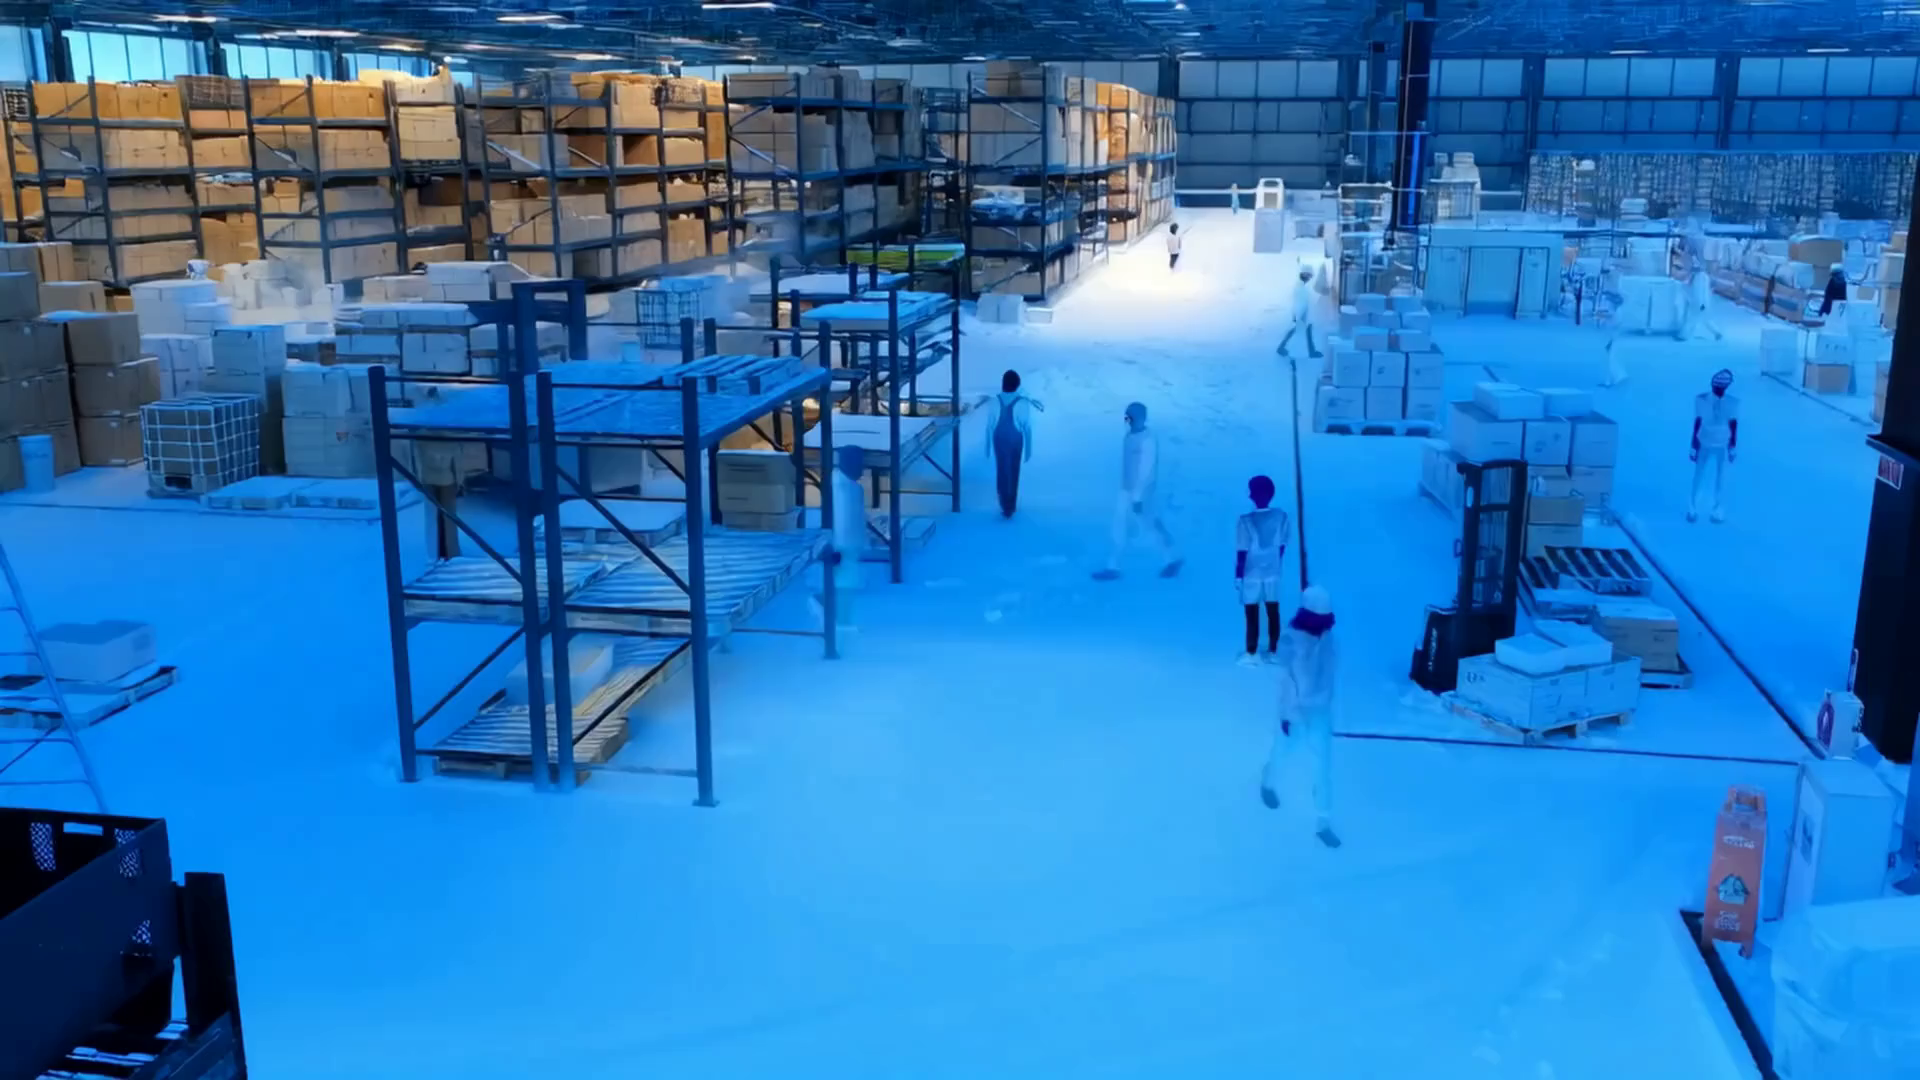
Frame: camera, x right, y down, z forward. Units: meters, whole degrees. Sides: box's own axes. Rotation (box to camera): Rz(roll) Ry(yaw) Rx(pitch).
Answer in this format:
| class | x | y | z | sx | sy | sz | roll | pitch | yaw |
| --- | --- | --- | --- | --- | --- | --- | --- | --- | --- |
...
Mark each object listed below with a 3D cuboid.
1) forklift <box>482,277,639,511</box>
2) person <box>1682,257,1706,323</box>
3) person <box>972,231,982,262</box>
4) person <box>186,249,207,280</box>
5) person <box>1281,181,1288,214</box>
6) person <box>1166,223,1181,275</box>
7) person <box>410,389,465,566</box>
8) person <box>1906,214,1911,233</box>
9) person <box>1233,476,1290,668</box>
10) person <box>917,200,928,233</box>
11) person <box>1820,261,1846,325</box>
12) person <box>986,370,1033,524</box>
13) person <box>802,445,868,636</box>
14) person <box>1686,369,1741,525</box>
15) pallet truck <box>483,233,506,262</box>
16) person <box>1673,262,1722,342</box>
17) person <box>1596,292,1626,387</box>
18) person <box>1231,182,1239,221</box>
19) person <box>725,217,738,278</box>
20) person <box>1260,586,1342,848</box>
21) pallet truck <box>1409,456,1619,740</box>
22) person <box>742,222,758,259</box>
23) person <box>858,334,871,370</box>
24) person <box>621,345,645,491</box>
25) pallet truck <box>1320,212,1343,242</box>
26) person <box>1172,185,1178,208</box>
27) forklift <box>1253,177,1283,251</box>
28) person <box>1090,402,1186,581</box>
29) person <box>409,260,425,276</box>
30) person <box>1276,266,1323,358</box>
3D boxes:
| class | x | y | z | sx | sy | sz | roll | pitch | yaw |
| --- | --- | --- | --- | --- | --- | --- | --- | --- | --- |
| forklift | -4.998 | -1.822 | 20.600 | 1.873 | 2.768 | 1.129 | 12 | 18 | 40 |
| person | 17.487 | -5.924 | 39.709 | 0.537 | 1.681 | 0.597 | 3 | 14 | 13 |
| person | 0.625 | -10.258 | 57.019 | 0.429 | 1.833 | 0.626 | 9 | 17 | 33 |
| person | -19.677 | -6.676 | 42.906 | 0.530 | 1.622 | 0.355 | -8 | 16 | -31 |
| person | 18.218 | -19.249 | 93.504 | 0.621 | 1.840 | 0.430 | -11 | 18 | -38 |
| person | 6.943 | -9.521 | 54.333 | 0.538 | 1.673 | 0.651 | -4 | 14 | -17 |
| person | -5.585 | -0.662 | 17.856 | 0.588 | 1.927 | 0.370 | 4 | 14 | 14 |
| person | 34.217 | -10.892 | 59.729 | 0.440 | 1.752 | 0.547 | -5 | 15 | -19 |
| person | 2.625 | 0.279 | 14.514 | 0.532 | 1.693 | 0.319 | -7 | 16 | -27 |
| person | -1.649 | -13.600 | 70.396 | 0.636 | 1.922 | 0.452 | 3 | 14 | 13 |
| person | 17.908 | -4.721 | 34.191 | 0.375 | 1.997 | 0.608 | -1 | 14 | -4 |
| person | 0.614 | -1.140 | 19.994 | 0.538 | 1.822 | 0.683 | 3 | 14 | 13 |
| person | -1.151 | -0.001 | 15.435 | 0.624 | 1.813 | 0.636 | 4 | 14 | 15 |
| person | 8.978 | -1.107 | 19.795 | 0.512 | 1.864 | 0.330 | 4 | 14 | 15 |
| pallet truck | -11.832 | -7.026 | 43.548 | 1.885 | 1.965 | 0.823 | 8 | 16 | 28 |
| person | 16.509 | -5.289 | 36.979 | 0.966 | 1.777 | 0.617 | 1 | 14 | 3 |
| person | 11.885 | -3.629 | 30.261 | 0.412 | 1.751 | 0.538 | 5 | 15 | 20 |
| person | 14.275 | -17.579 | 86.432 | 0.413 | 1.985 | 0.610 | 1 | 14 | 5 |
| person | -7.280 | -9.339 | 53.116 | 0.397 | 1.911 | 0.590 | -5 | 15 | -19 |
| person | 2.304 | 1.105 | 11.149 | 0.482 | 1.700 | 0.916 | -3 | 14 | -11 |
| pallet truck | 4.504 | 0.400 | 13.395 | 0.823 | 1.965 | 1.885 | -6 | 15 | -23 |
| person | -7.685 | -11.103 | 60.921 | 0.520 | 1.590 | 0.831 | -9 | 17 | -33 |
| person | -1.887 | -4.307 | 32.572 | 0.614 | 1.962 | 0.366 | 6 | 15 | 22 |
| person | -4.304 | -1.604 | 21.792 | 0.604 | 1.885 | 0.945 | -2 | 14 | -8 |
| pallet truck | 15.874 | -13.227 | 70.310 | 0.680 | 1.201 | 1.601 | 10 | 17 | 35 |
| person | 11.738 | -18.564 | 90.936 | 0.365 | 1.726 | 0.580 | 7 | 15 | 26 |
| forklift | 12.083 | -12.747 | 64.956 | 1.129 | 2.768 | 1.873 | 3 | 14 | 10 |
| person | 1.901 | -0.504 | 17.295 | 1.008 | 1.899 | 0.633 | -6 | 15 | -22 |
| person | -11.795 | -5.189 | 36.364 | 0.521 | 1.865 | 0.328 | -4 | 14 | -15 |
| person | 7.038 | -4.719 | 34.412 | 0.998 | 1.900 | 0.540 | 12 | 18 | 41 |
